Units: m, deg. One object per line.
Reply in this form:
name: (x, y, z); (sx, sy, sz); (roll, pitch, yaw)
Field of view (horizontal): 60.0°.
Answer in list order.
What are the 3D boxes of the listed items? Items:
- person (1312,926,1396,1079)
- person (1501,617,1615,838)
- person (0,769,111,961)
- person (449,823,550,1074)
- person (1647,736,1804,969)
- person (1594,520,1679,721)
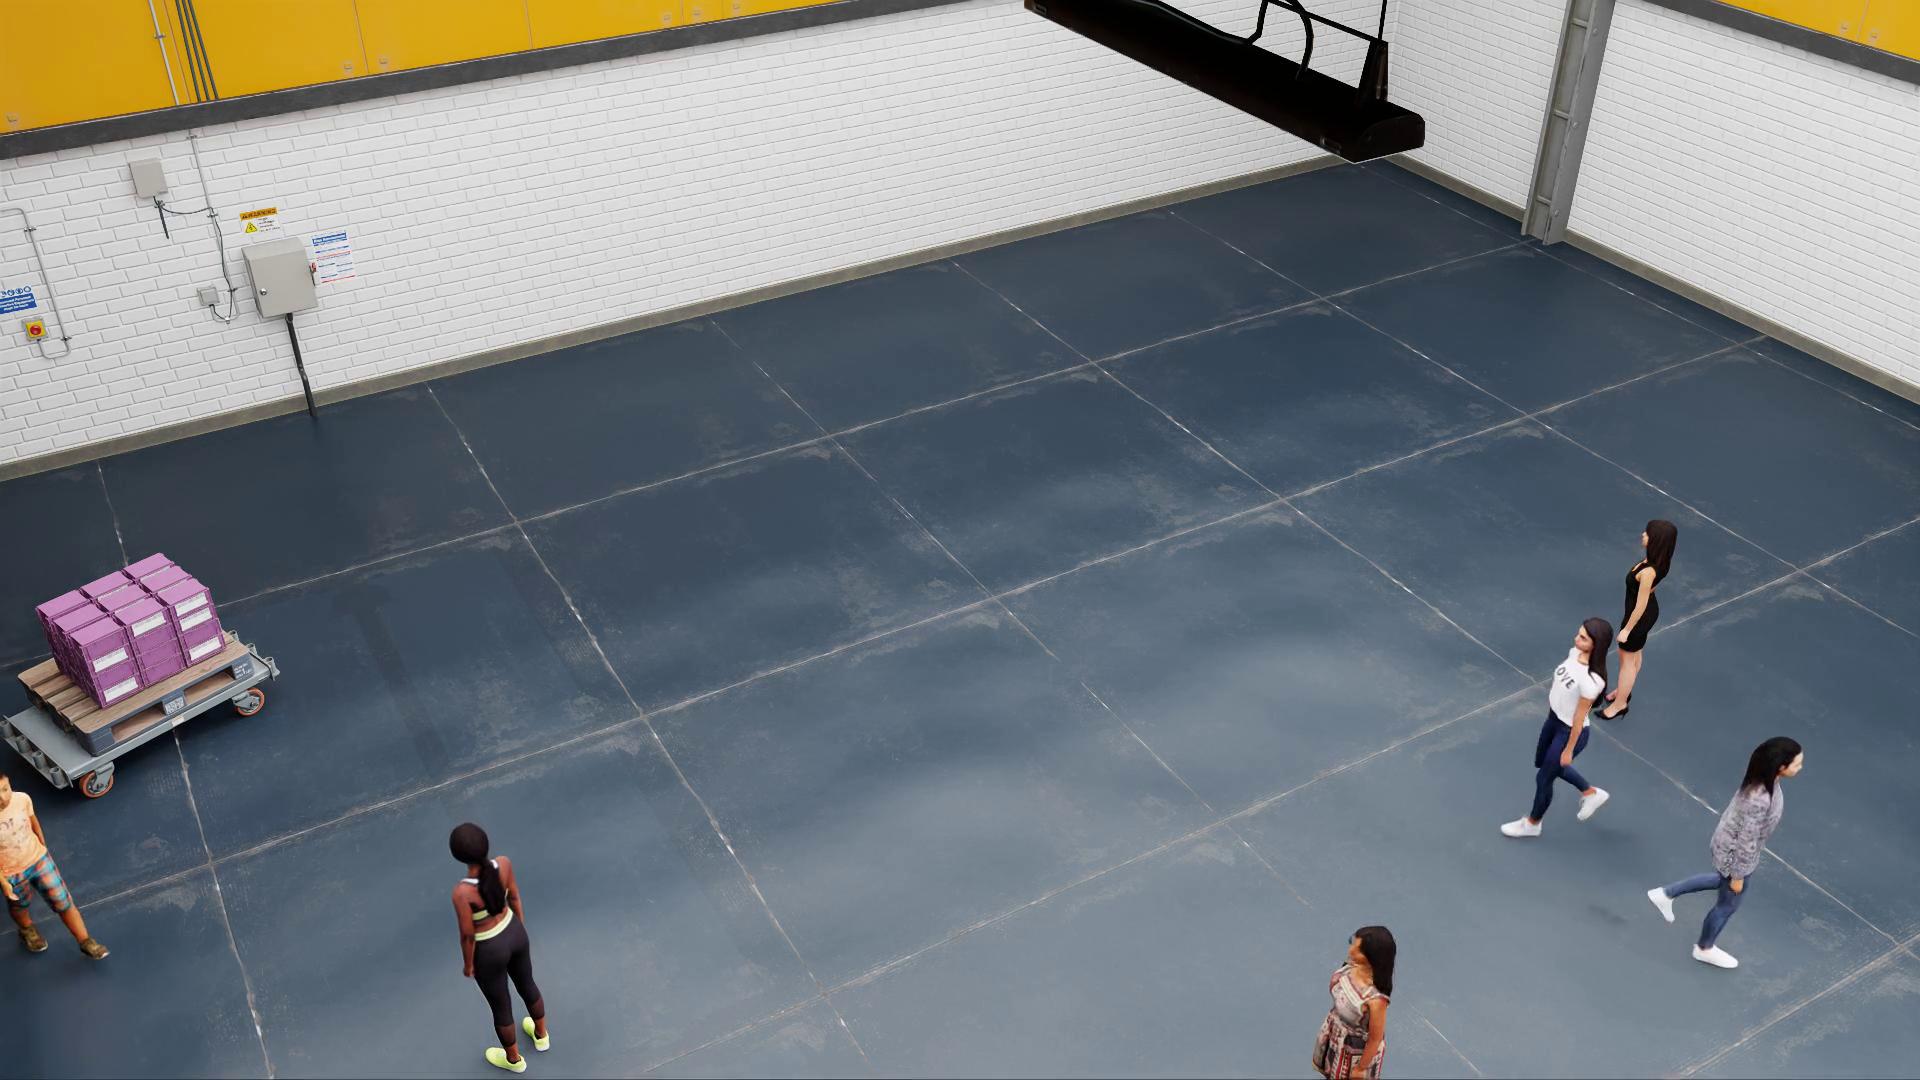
person: (2.062, 2.611, 8.683); (0.776, 1.645, 0.605); (-5, 34, -7)
person: (3.960, 1.234, 10.652); (0.923, 1.758, 0.946); (1, 34, 1)
person: (-5.648, 1.917, 9.922); (1.030, 1.430, 0.808); (21, 39, 28)
person: (-2.532, 2.240, 9.141); (0.628, 1.756, 0.632); (23, 40, 30)
person: (4.493, 1.808, 9.825); (0.956, 1.718, 0.864); (15, 36, 21)
person: (4.800, 0.567, 11.754); (0.617, 1.650, 0.621); (20, 38, 27)
